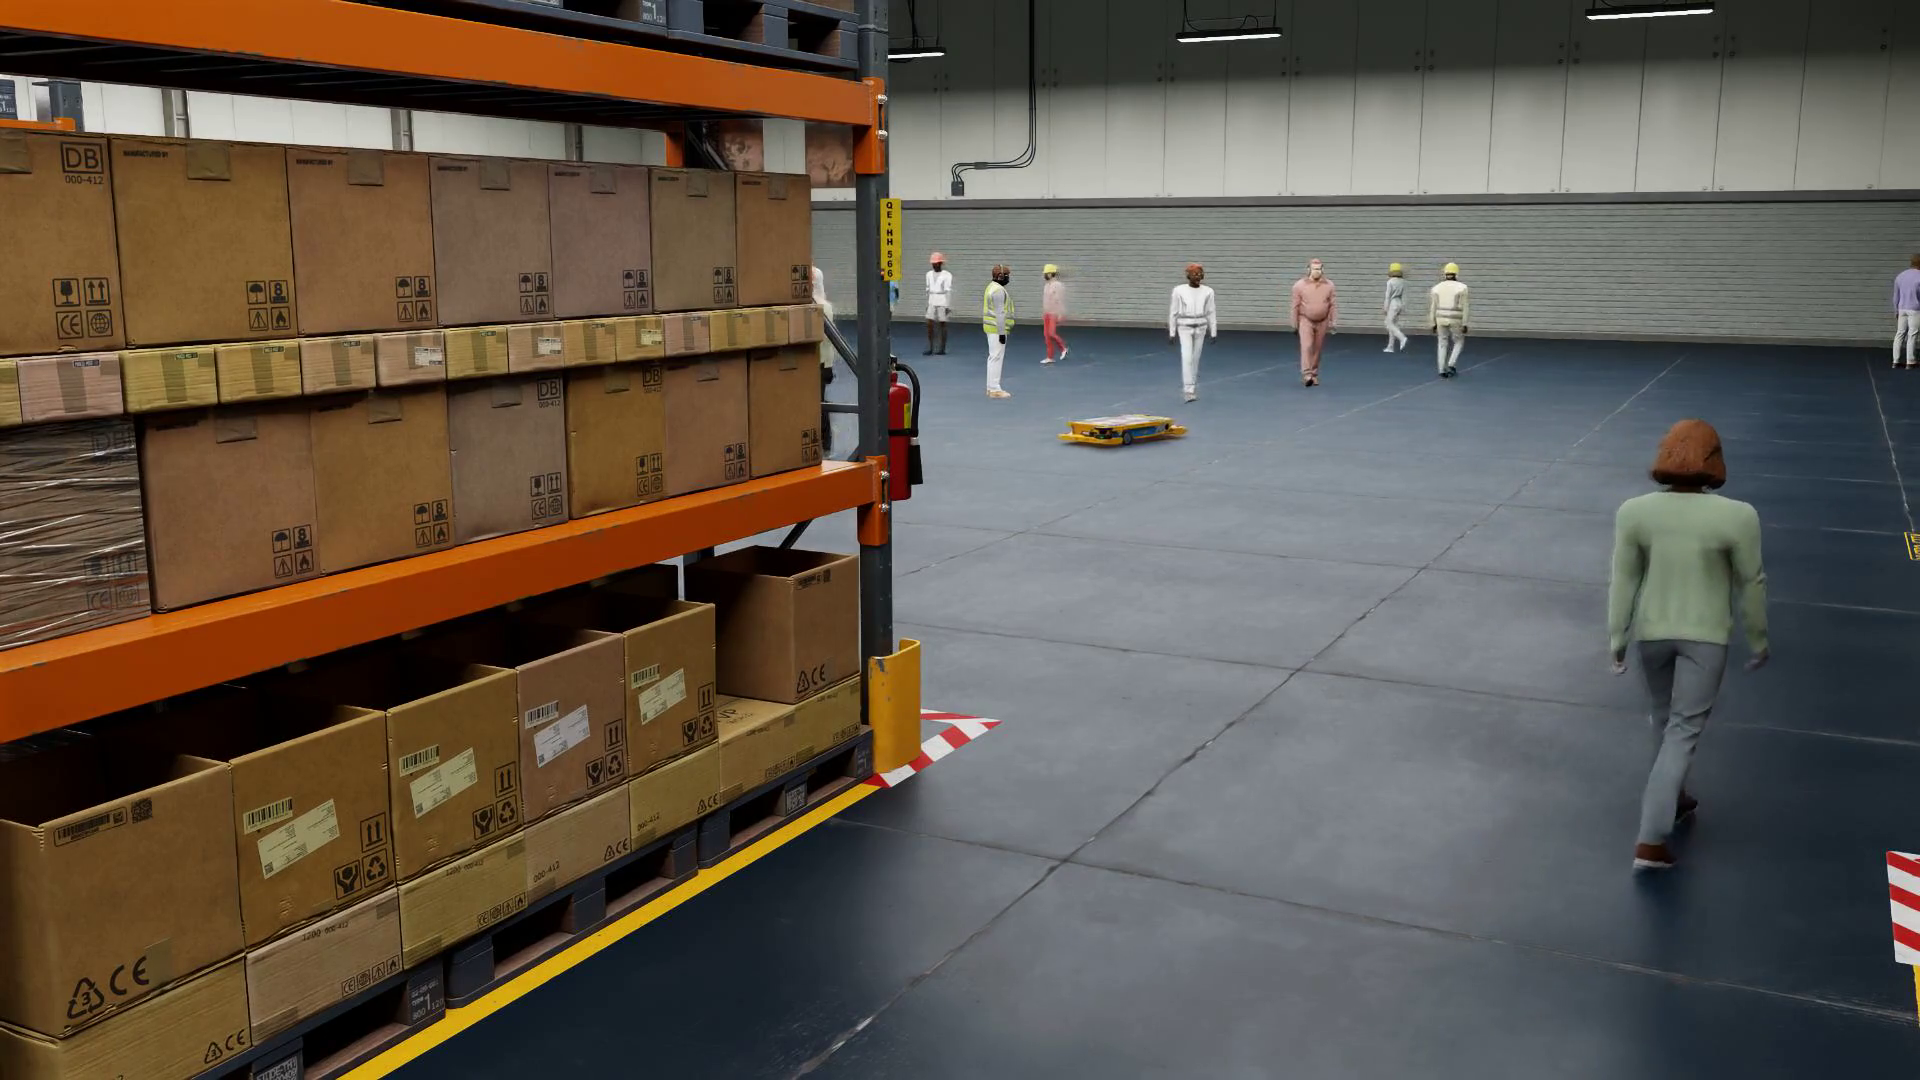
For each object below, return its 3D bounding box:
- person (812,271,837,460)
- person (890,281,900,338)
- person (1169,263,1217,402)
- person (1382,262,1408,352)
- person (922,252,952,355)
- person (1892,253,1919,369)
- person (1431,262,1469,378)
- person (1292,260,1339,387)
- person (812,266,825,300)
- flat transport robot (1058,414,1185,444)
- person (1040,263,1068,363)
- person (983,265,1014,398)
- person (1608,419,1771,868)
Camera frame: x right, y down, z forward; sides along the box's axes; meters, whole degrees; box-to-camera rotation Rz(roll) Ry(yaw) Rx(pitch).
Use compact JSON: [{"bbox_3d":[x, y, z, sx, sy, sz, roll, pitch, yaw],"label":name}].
[{"bbox_3d":[-1.485,-1.775,16.651,0.648,1.952,0.549,9,14,40],"label":"person"},{"bbox_3d":[-1.583,-5.226,36.220,0.548,1.680,0.480,-5,11,-25],"label":"person"},{"bbox_3d":[3.161,-2.765,22.316,0.612,1.852,0.854,-1,10,-8],"label":"person"},{"bbox_3d":[8.362,-4.441,31.825,0.489,1.732,0.603,-8,13,-36],"label":"person"},{"bbox_3d":[-0.465,-4.392,31.030,0.578,1.911,0.750,6,12,29],"label":"person"},{"bbox_3d":[15.984,-3.837,27.945,0.355,1.937,0.635,-4,11,-19],"label":"person"},{"bbox_3d":[7.685,-3.434,26.082,0.617,1.811,0.447,8,13,37],"label":"person"},{"bbox_3d":[5.278,-3.189,24.624,0.647,1.867,0.951,-1,10,-3],"label":"person"},{"bbox_3d":[-2.954,-4.549,31.985,0.675,1.878,0.659,3,11,14],"label":"person"},{"bbox_3d":[1.783,-1.221,18.234,0.652,0.197,1.431,10,14,43],"label":"flat transport robot"},{"bbox_3d":[1.612,-3.961,29.139,0.412,1.748,0.540,-6,12,-30],"label":"person"},{"bbox_3d":[0.536,-2.884,23.058,0.430,1.838,0.632,-1,10,-6],"label":"person"},{"bbox_3d":[2.629,0.356,6.034,0.825,1.592,0.506,-9,14,-41],"label":"person"}]
